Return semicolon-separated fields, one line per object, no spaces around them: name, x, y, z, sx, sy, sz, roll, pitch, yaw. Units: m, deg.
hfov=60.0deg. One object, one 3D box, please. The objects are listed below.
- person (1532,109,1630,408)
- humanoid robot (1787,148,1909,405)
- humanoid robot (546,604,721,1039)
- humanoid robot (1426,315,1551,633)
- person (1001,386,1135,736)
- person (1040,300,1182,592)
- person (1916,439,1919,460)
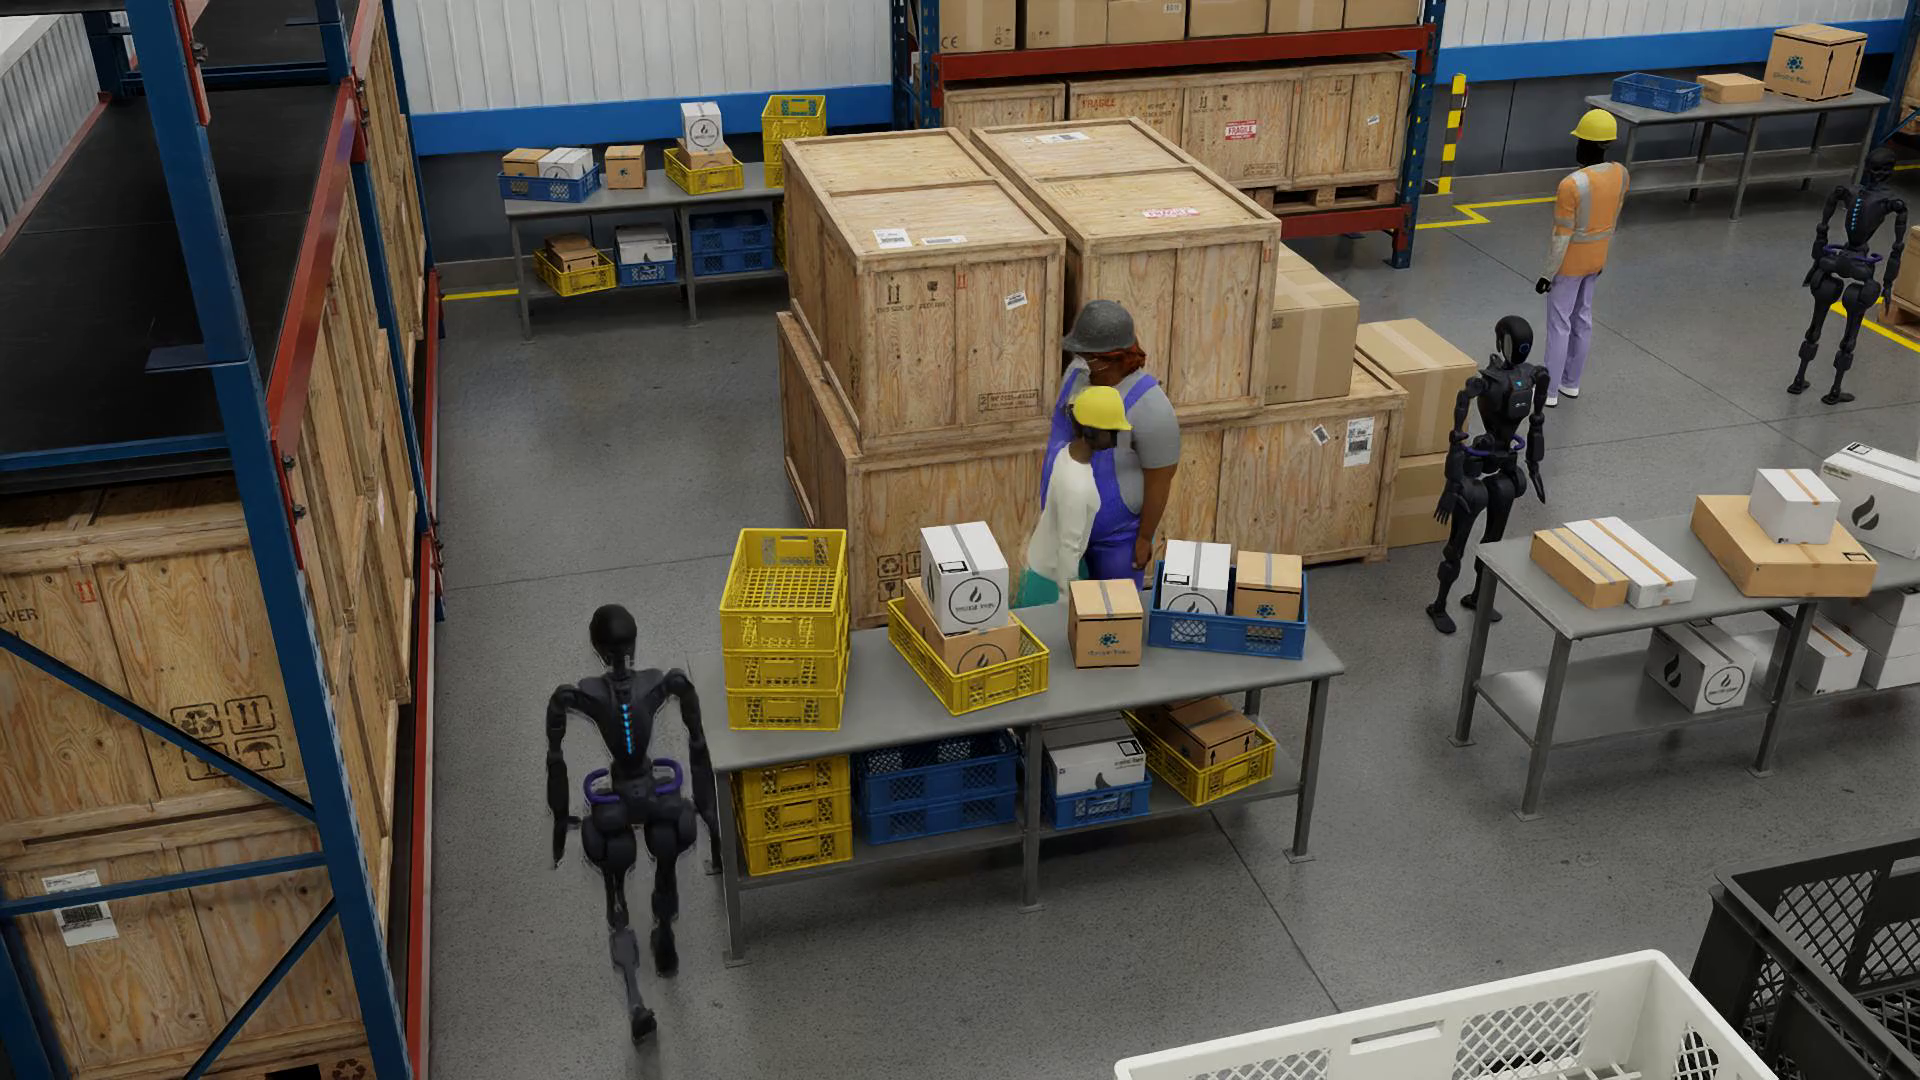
person;3.926;-1.784;10.637;0.586;1.927;0.363;-19;34;-30
humanoid robot;5.750;-1.712;10.749;0.325;1.657;0.594;-21;35;-33
humanoid robot;-1.146;0.985;5.884;0.594;1.637;0.619;-8;30;-14
humanoid robot;2.626;-0.322;8.227;0.609;1.657;0.311;-11;31;-19
person;0.459;0.106;7.437;0.771;1.706;0.540;4;29;8
person;0.616;-0.125;7.510;0.536;2.000;0.682;-20;34;-31
person;4.834;-0.373;8.016;0.616;1.985;0.401;-15;32;-25
